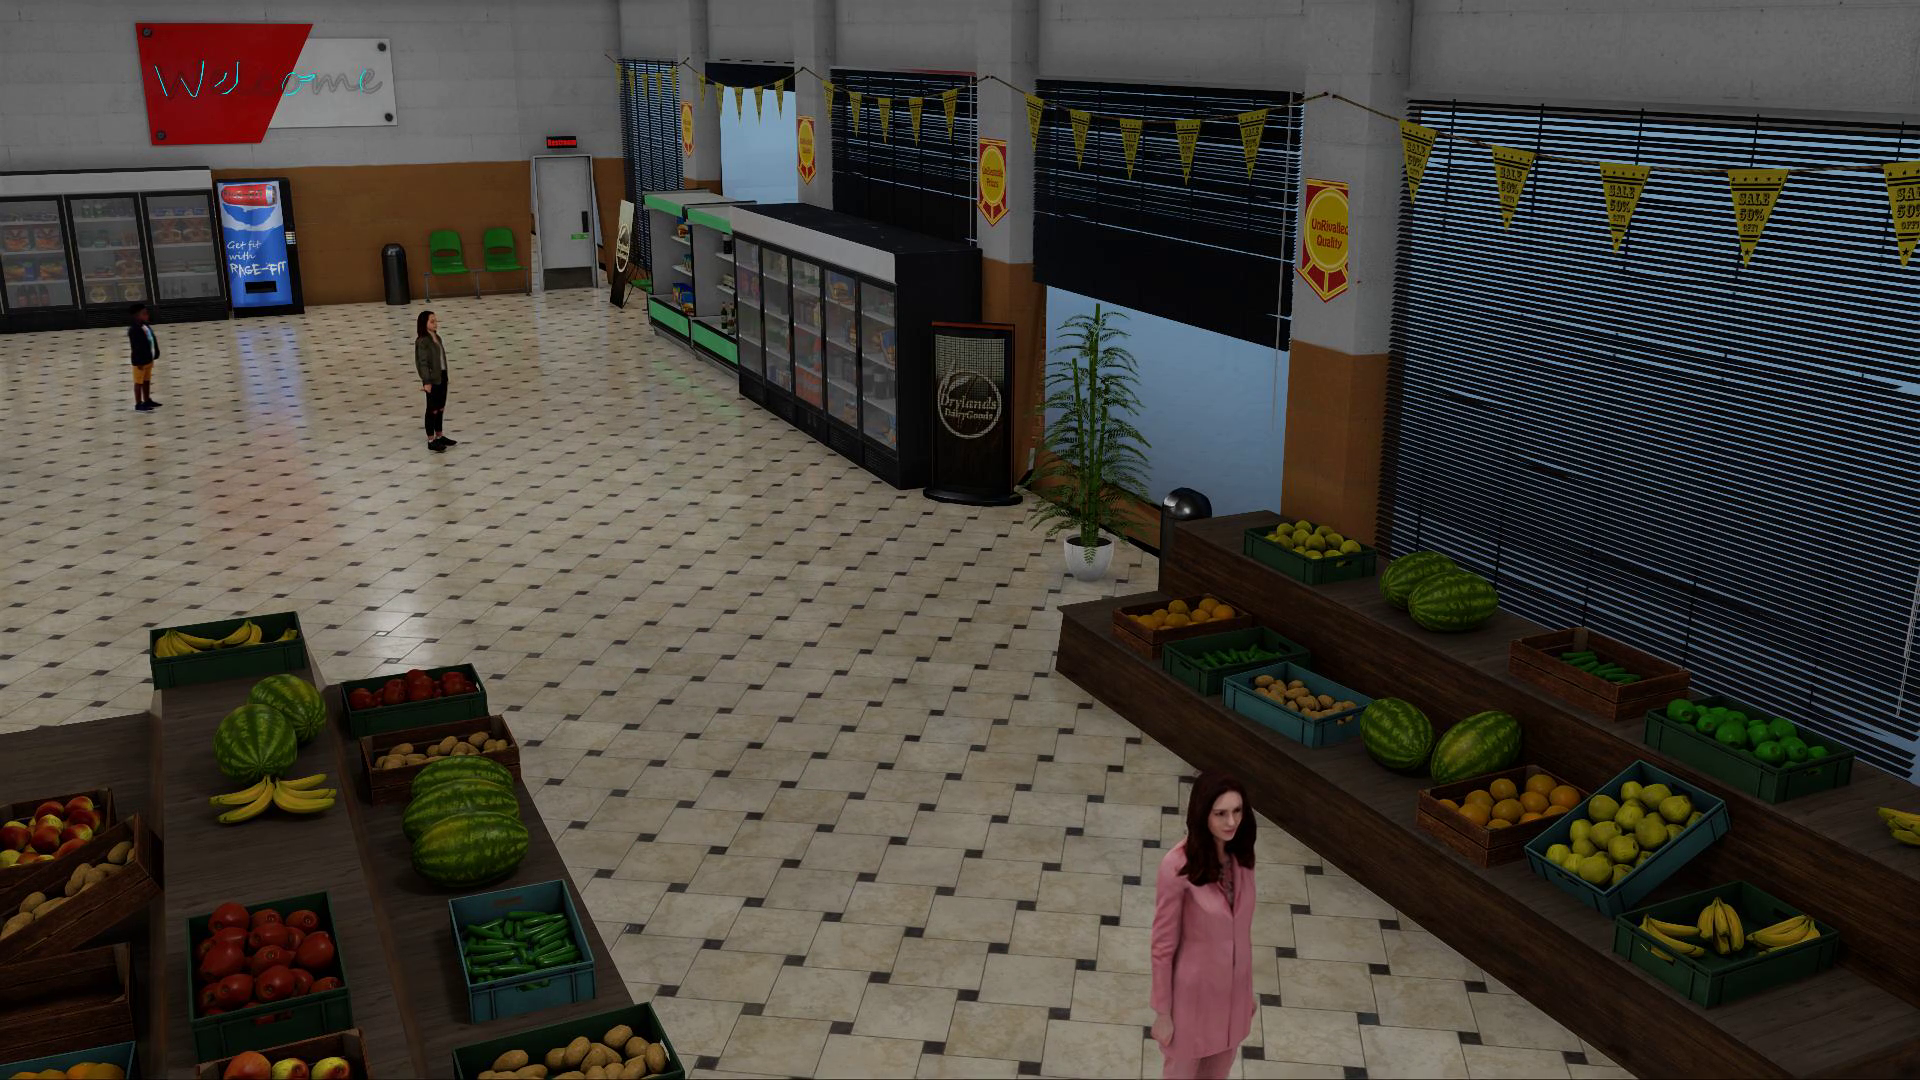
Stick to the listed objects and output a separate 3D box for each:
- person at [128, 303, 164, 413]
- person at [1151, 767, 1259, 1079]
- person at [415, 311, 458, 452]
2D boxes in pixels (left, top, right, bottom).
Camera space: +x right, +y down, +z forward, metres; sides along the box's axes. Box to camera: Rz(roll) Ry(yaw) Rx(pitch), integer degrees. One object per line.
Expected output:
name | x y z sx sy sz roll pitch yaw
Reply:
person | -9.644 -2.154 19.582 0.662 1.265 0.575 0 17 0
person | 0.891 1.660 6.098 0.639 1.801 0.545 -10 19 -29
person | -5.621 -1.711 17.763 0.723 1.475 0.627 3 17 10
